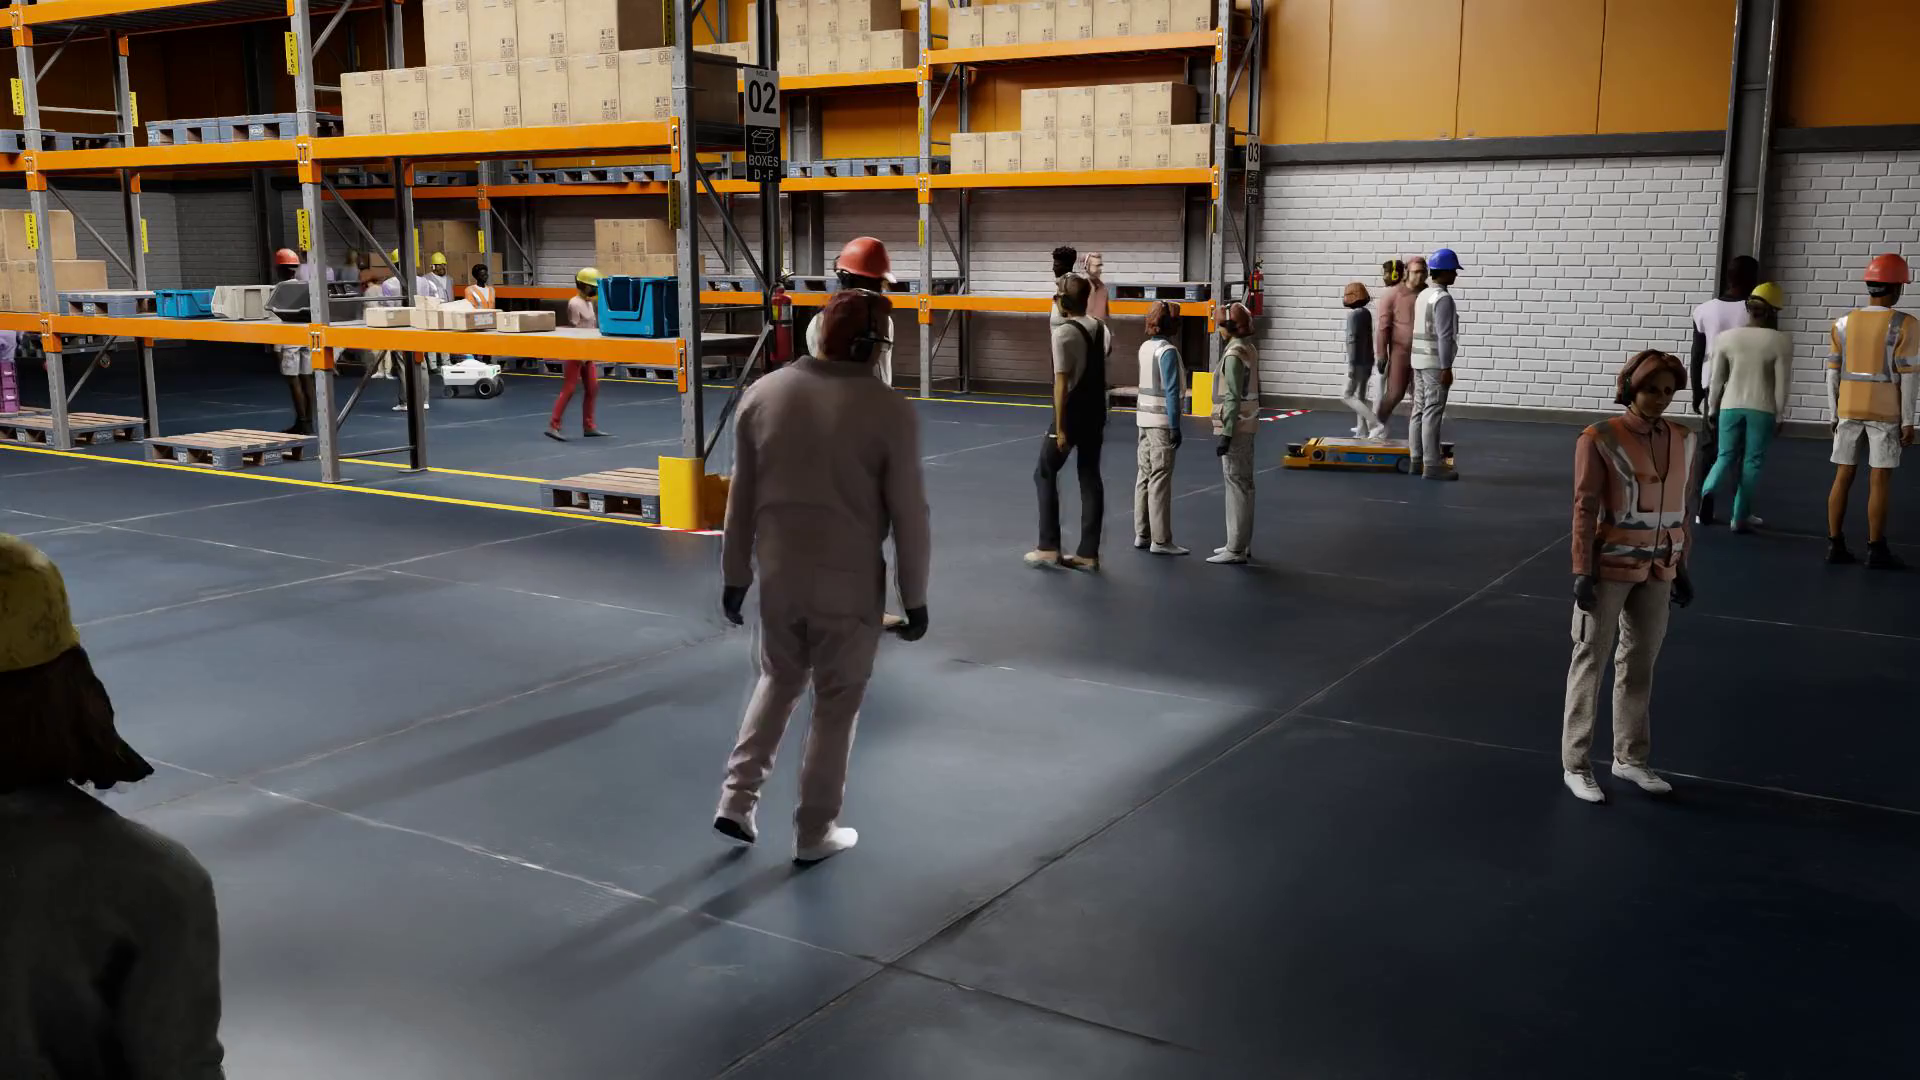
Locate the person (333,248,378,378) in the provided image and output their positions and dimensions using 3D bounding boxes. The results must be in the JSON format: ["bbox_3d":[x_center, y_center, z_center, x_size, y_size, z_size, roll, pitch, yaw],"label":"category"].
[{"bbox_3d":[-8.986,-3.346,24.556,0.639,1.915,0.894,6,12,30],"label":"person"}]

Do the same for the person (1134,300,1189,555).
[{"bbox_3d":[1.296,-0.726,10.760,0.311,1.642,0.513,-3,11,-16],"label":"person"}]

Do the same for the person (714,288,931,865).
[{"bbox_3d":[-0.429,0.135,5.366,0.674,1.871,0.507,4,11,22],"label":"person"}]

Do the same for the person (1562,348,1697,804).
[{"bbox_3d":[2.430,0.128,6.034,0.514,1.639,0.310,-3,11,-19],"label":"person"}]

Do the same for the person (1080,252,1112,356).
[{"bbox_3d":[1.408,-2.187,18.146,0.678,1.890,0.444,-9,14,-42],"label":"person"}]

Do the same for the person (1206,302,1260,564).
[{"bbox_3d":[1.725,-0.666,10.436,0.310,1.639,0.514,4,11,20],"label":"person"}]

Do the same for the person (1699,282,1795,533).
[{"bbox_3d":[5.337,-0.872,11.315,0.524,1.740,0.594,9,13,40],"label":"person"}]

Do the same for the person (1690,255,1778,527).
[{"bbox_3d":[5.463,-1.045,11.779,0.391,1.914,0.587,-10,14,-43],"label":"person"}]

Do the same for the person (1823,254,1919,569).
[{"bbox_3d":[5.642,-0.788,10.282,0.359,1.938,0.545,-7,12,-34],"label":"person"}]

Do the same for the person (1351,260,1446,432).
[{"bbox_3d":[4.649,-2.019,17.445,0.913,1.829,0.529,3,11,15],"label":"person"}]

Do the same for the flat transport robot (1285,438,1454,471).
[{"bbox_3d":[3.650,-0.771,14.807,1.431,0.197,0.652,3,11,16],"label":"flat transport robot"}]

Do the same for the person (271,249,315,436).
[{"bbox_3d":[-6.917,-2.033,17.234,0.422,1.928,0.562,4,11,20],"label":"person"}]

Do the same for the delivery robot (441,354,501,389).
[{"bbox_3d":[-6.275,-2.137,21.329,0.707,0.478,0.477,0,10,-2],"label":"delivery robot"}]

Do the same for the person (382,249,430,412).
[{"bbox_3d":[-6.547,-2.482,19.693,0.361,1.929,0.587,10,14,43],"label":"person"}]

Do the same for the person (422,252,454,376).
[{"bbox_3d":[-7.812,-3.393,25.005,0.403,1.835,0.586,7,12,32],"label":"person"}]

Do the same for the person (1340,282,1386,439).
[{"bbox_3d":[3.949,-1.706,16.266,0.476,1.607,0.525,7,12,33],"label":"person"}]

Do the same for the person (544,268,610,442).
[{"bbox_3d":[-3.893,-1.872,16.854,0.523,1.736,0.740,2,10,10],"label":"person"}]

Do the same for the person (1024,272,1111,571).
[{"bbox_3d":[0.668,-0.727,10.245,0.513,1.824,0.622,-9,13,-40],"label":"person"}]

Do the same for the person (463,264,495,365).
[{"bbox_3d":[-6.576,-2.942,22.880,0.321,1.697,0.529,7,12,32],"label":"person"}]

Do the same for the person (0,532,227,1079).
[{"bbox_3d":[-1.038,0.855,1.799,0.489,1.713,0.743,-3,11,-15],"label":"person"}]

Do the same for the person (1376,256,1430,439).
[{"bbox_3d":[4.337,-1.809,16.136,0.650,1.881,0.771,-1,10,-5],"label":"person"}]

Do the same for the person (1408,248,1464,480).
[{"bbox_3d":[4.046,-1.494,14.162,0.401,1.949,0.605,-1,10,-5],"label":"person"}]

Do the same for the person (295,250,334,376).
[{"bbox_3d":[-9.484,-3.387,24.449,0.624,2.018,0.676,-4,11,-21],"label":"person"}]

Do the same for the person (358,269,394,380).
[{"bbox_3d":[-8.495,-3.131,24.216,0.617,1.596,0.322,9,13,39],"label":"person"}]

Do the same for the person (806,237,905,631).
[{"bbox_3d":[-0.500,-0.509,8.464,0.382,2.038,0.606,6,12,32],"label":"person"}]

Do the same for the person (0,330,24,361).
[{"bbox_3d":[-11.210,-2.404,19.377,0.651,1.889,0.650,7,12,33],"label":"person"}]

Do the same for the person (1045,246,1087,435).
[{"bbox_3d":[1.092,-2.006,16.953,0.362,1.963,0.614,-3,11,-14],"label":"person"}]
